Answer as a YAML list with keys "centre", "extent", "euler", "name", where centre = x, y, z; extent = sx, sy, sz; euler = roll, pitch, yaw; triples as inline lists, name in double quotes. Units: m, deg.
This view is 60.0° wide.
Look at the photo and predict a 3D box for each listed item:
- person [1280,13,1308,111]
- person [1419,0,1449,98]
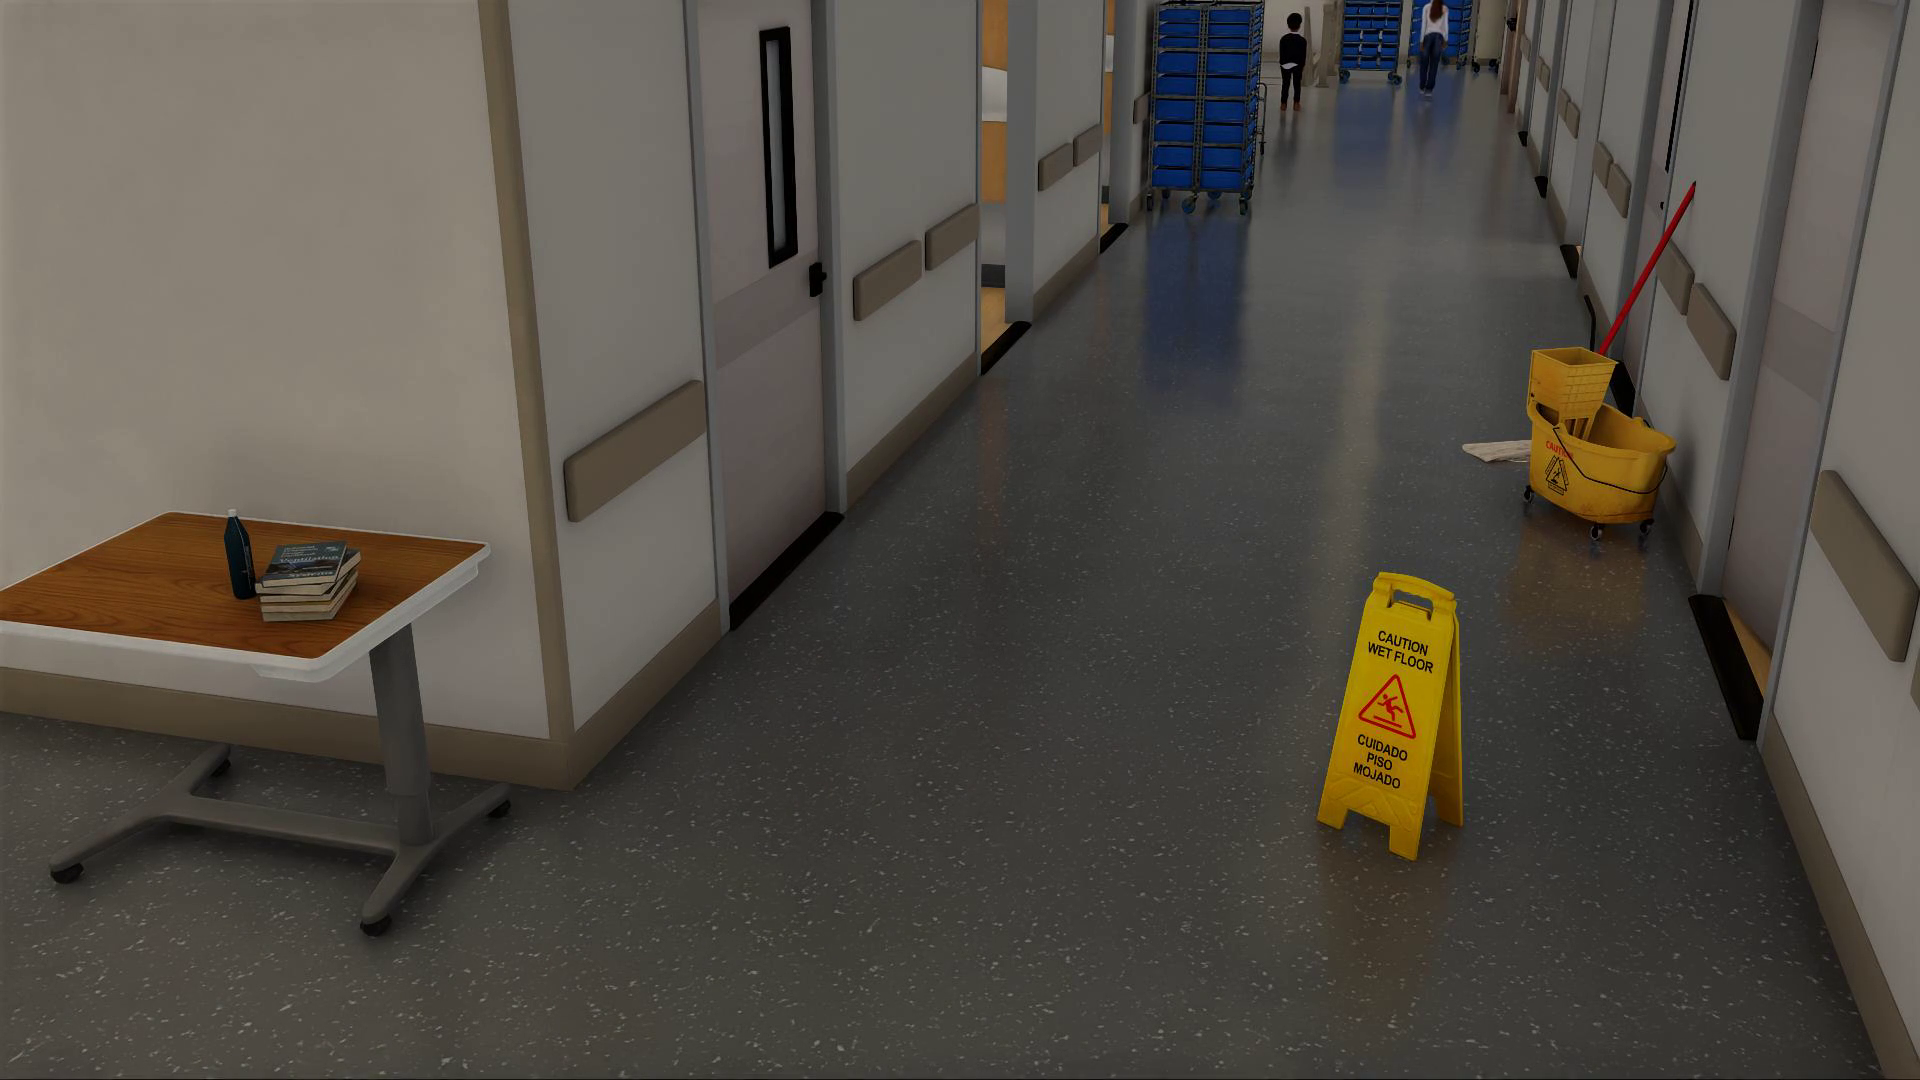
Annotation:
- centre: [4.345, -6.249, 21.722]
  extent: [0.493, 1.227, 0.492]
  euler: [5, 21, 14]
  name: "person"
- centre: [6.484, -6.810, 22.809]
  extent: [0.532, 1.507, 1.076]
  euler: [5, 21, 13]
  name: "person"
